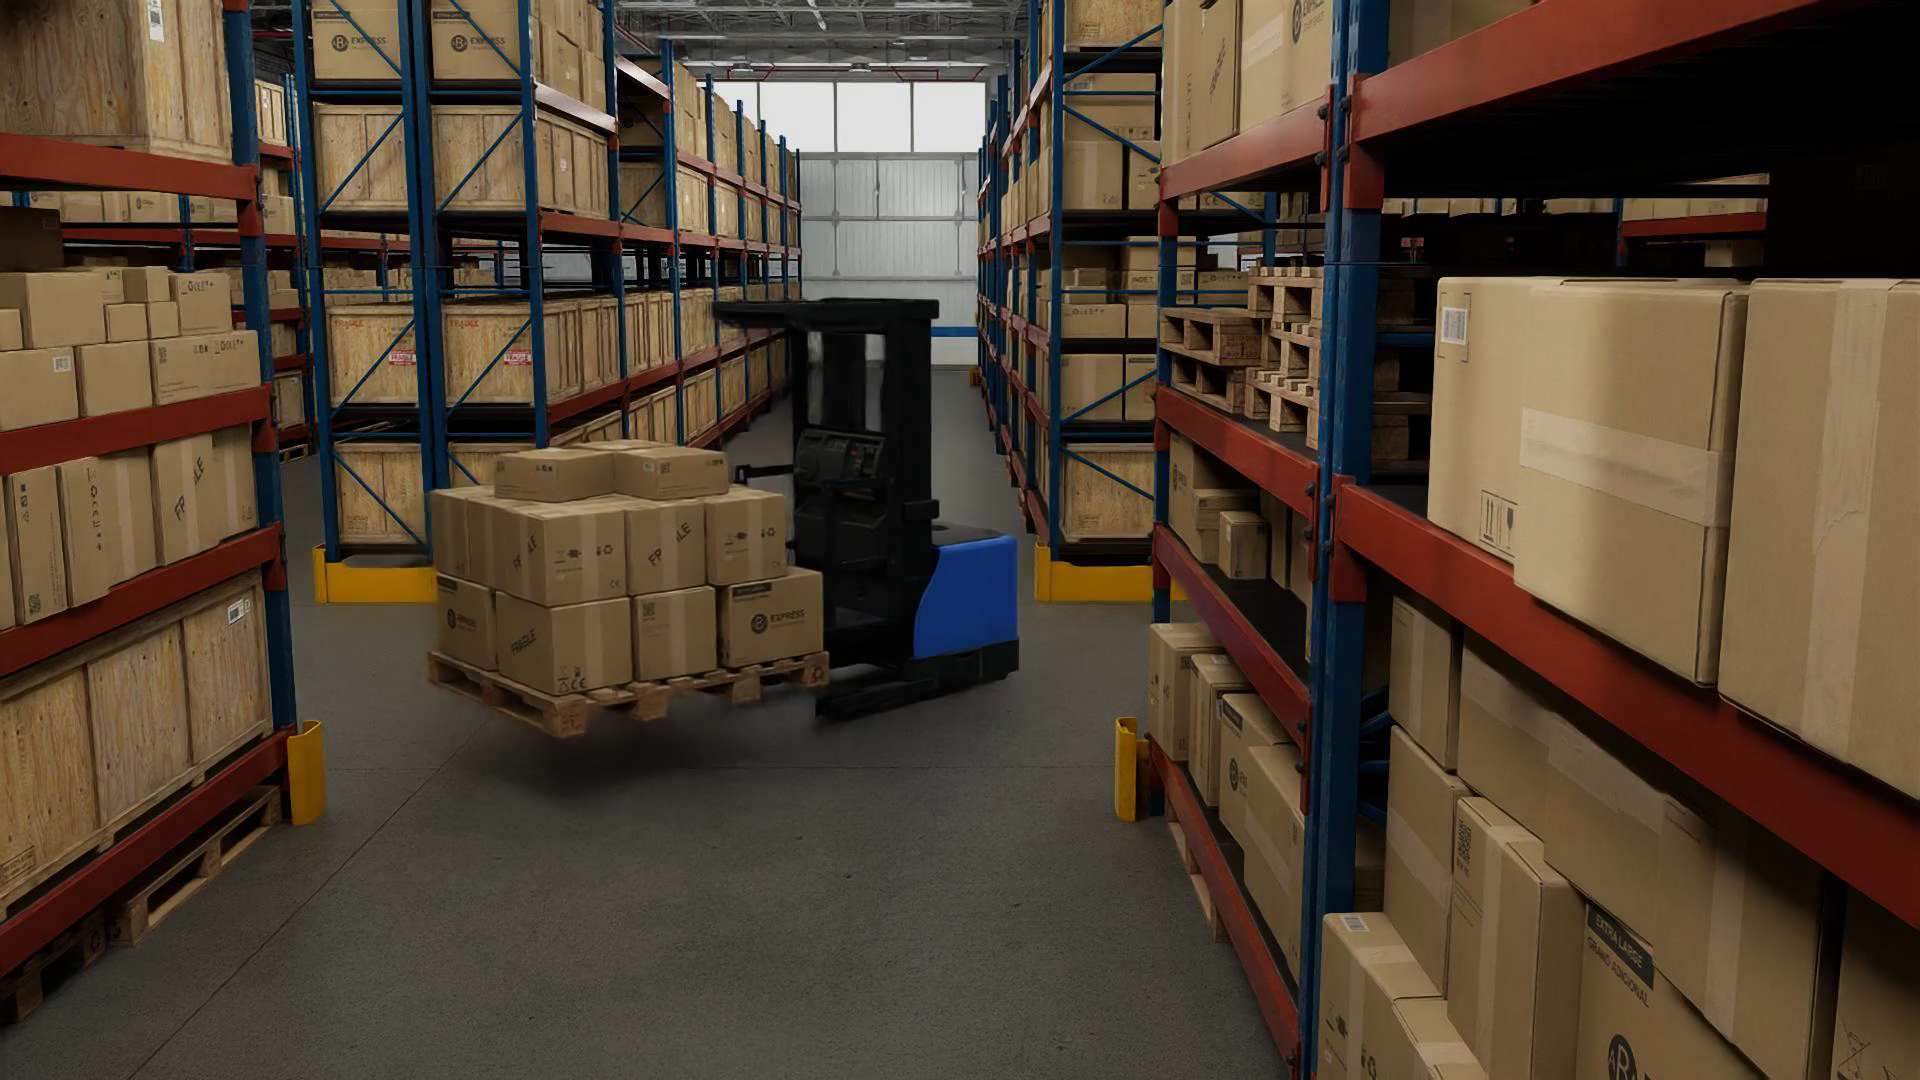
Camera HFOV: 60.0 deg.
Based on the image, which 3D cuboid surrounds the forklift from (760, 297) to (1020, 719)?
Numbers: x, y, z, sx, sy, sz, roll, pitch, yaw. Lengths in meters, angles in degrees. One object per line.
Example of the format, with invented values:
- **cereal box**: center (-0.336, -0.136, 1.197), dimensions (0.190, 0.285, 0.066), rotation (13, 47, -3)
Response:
- **forklift**: center (-0.561, -0.329, 11.875), dimensions (1.873, 2.768, 1.129), rotation (-8, 12, -41)
